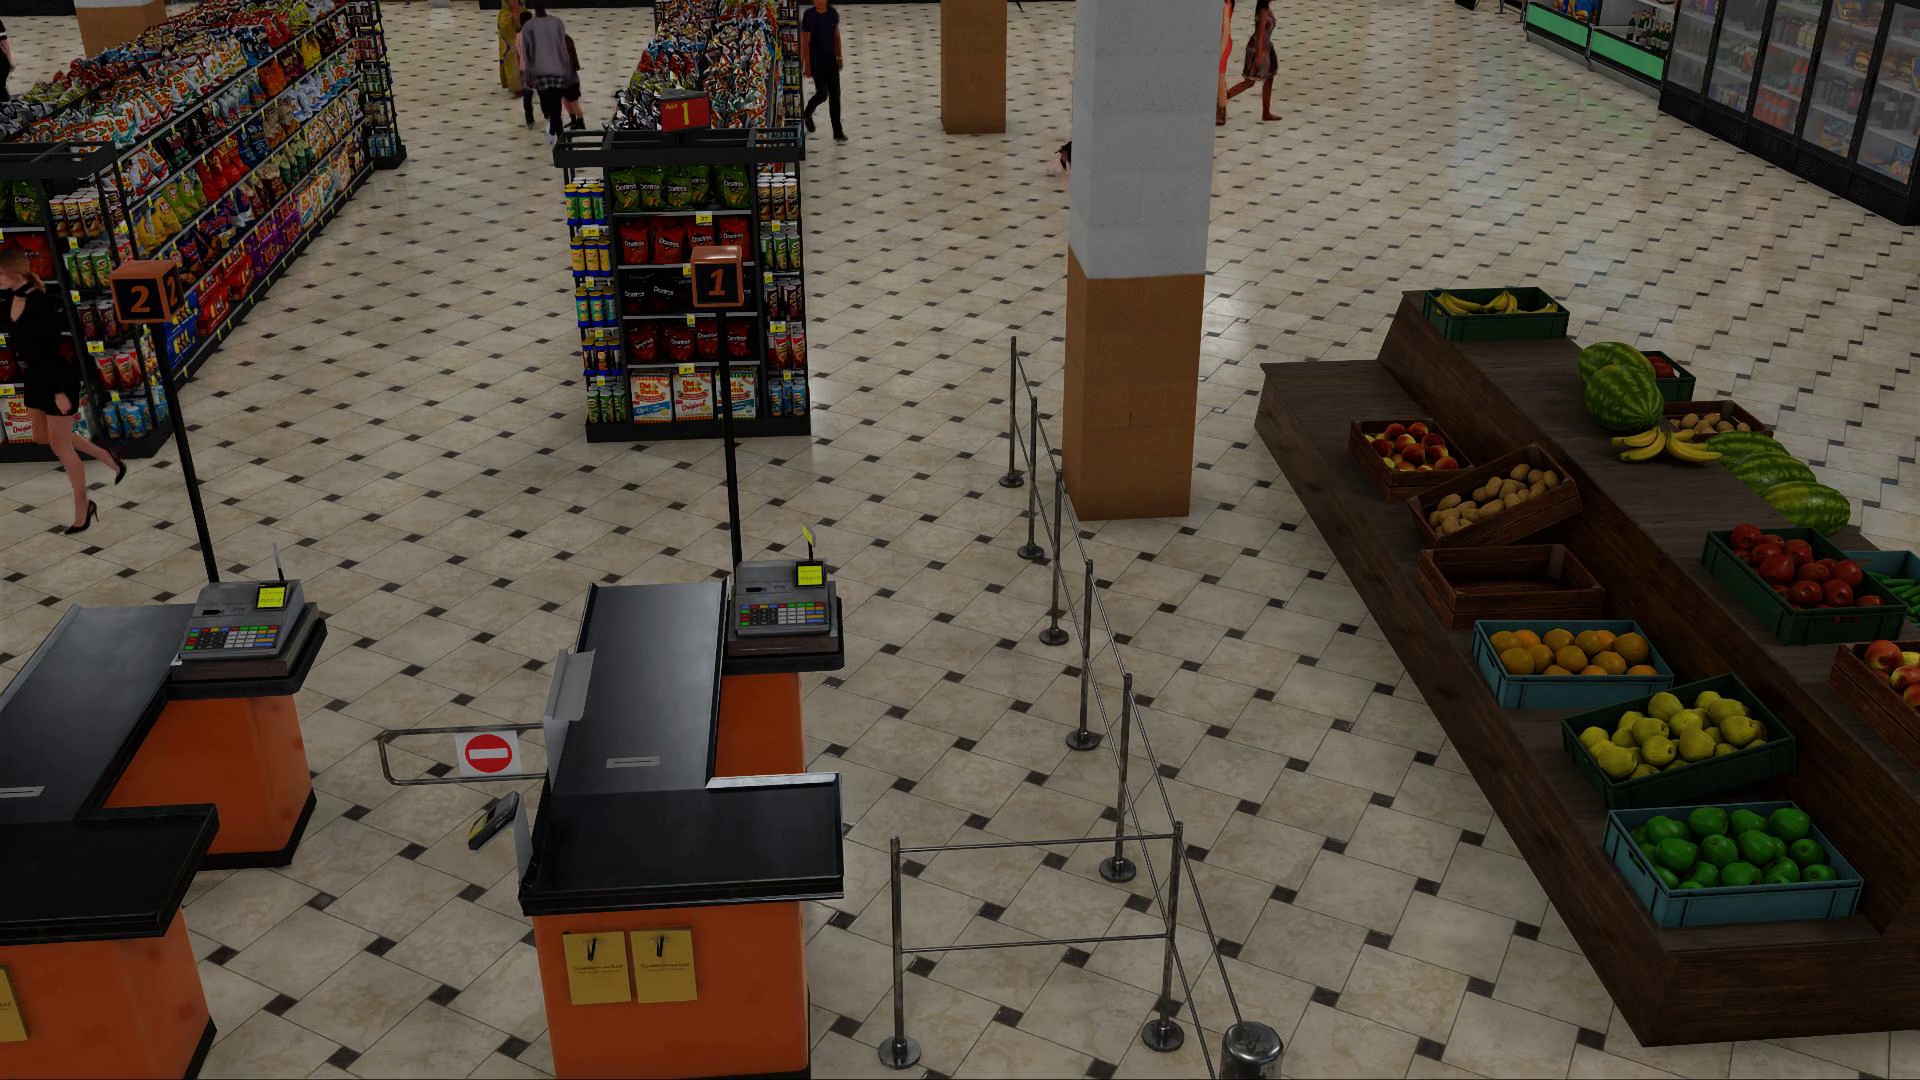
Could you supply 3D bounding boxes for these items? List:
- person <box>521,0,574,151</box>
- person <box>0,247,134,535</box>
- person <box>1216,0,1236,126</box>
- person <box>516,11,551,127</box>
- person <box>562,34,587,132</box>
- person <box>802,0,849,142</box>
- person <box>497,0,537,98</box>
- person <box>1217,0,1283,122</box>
[{"bbox_3d":[-4.418,-5.002,17.984,0.925,1.732,1.223,-13,30,-24],"label":"person"},{"bbox_3d":[-5.317,-0.907,9.889,0.817,1.749,0.895,17,31,30],"label":"person"},{"bbox_3d":[3.056,-5.738,19.448,0.690,1.719,0.512,3,27,6],"label":"person"},{"bbox_3d":[-5.029,-5.475,19.418,0.623,1.278,0.925,2,27,5],"label":"person"},{"bbox_3d":[-4.449,-5.274,19.229,0.523,1.090,0.434,-2,27,-3],"label":"person"},{"bbox_3d":[-1.596,-5.371,18.682,1.061,1.758,0.974,24,36,39],"label":"person"},{"bbox_3d":[-5.621,-6.458,20.939,1.027,1.656,0.856,-12,29,-22],"label":"person"},{"bbox_3d":[3.416,-5.705,19.504,0.893,1.611,1.061,6,27,11],"label":"person"}]
